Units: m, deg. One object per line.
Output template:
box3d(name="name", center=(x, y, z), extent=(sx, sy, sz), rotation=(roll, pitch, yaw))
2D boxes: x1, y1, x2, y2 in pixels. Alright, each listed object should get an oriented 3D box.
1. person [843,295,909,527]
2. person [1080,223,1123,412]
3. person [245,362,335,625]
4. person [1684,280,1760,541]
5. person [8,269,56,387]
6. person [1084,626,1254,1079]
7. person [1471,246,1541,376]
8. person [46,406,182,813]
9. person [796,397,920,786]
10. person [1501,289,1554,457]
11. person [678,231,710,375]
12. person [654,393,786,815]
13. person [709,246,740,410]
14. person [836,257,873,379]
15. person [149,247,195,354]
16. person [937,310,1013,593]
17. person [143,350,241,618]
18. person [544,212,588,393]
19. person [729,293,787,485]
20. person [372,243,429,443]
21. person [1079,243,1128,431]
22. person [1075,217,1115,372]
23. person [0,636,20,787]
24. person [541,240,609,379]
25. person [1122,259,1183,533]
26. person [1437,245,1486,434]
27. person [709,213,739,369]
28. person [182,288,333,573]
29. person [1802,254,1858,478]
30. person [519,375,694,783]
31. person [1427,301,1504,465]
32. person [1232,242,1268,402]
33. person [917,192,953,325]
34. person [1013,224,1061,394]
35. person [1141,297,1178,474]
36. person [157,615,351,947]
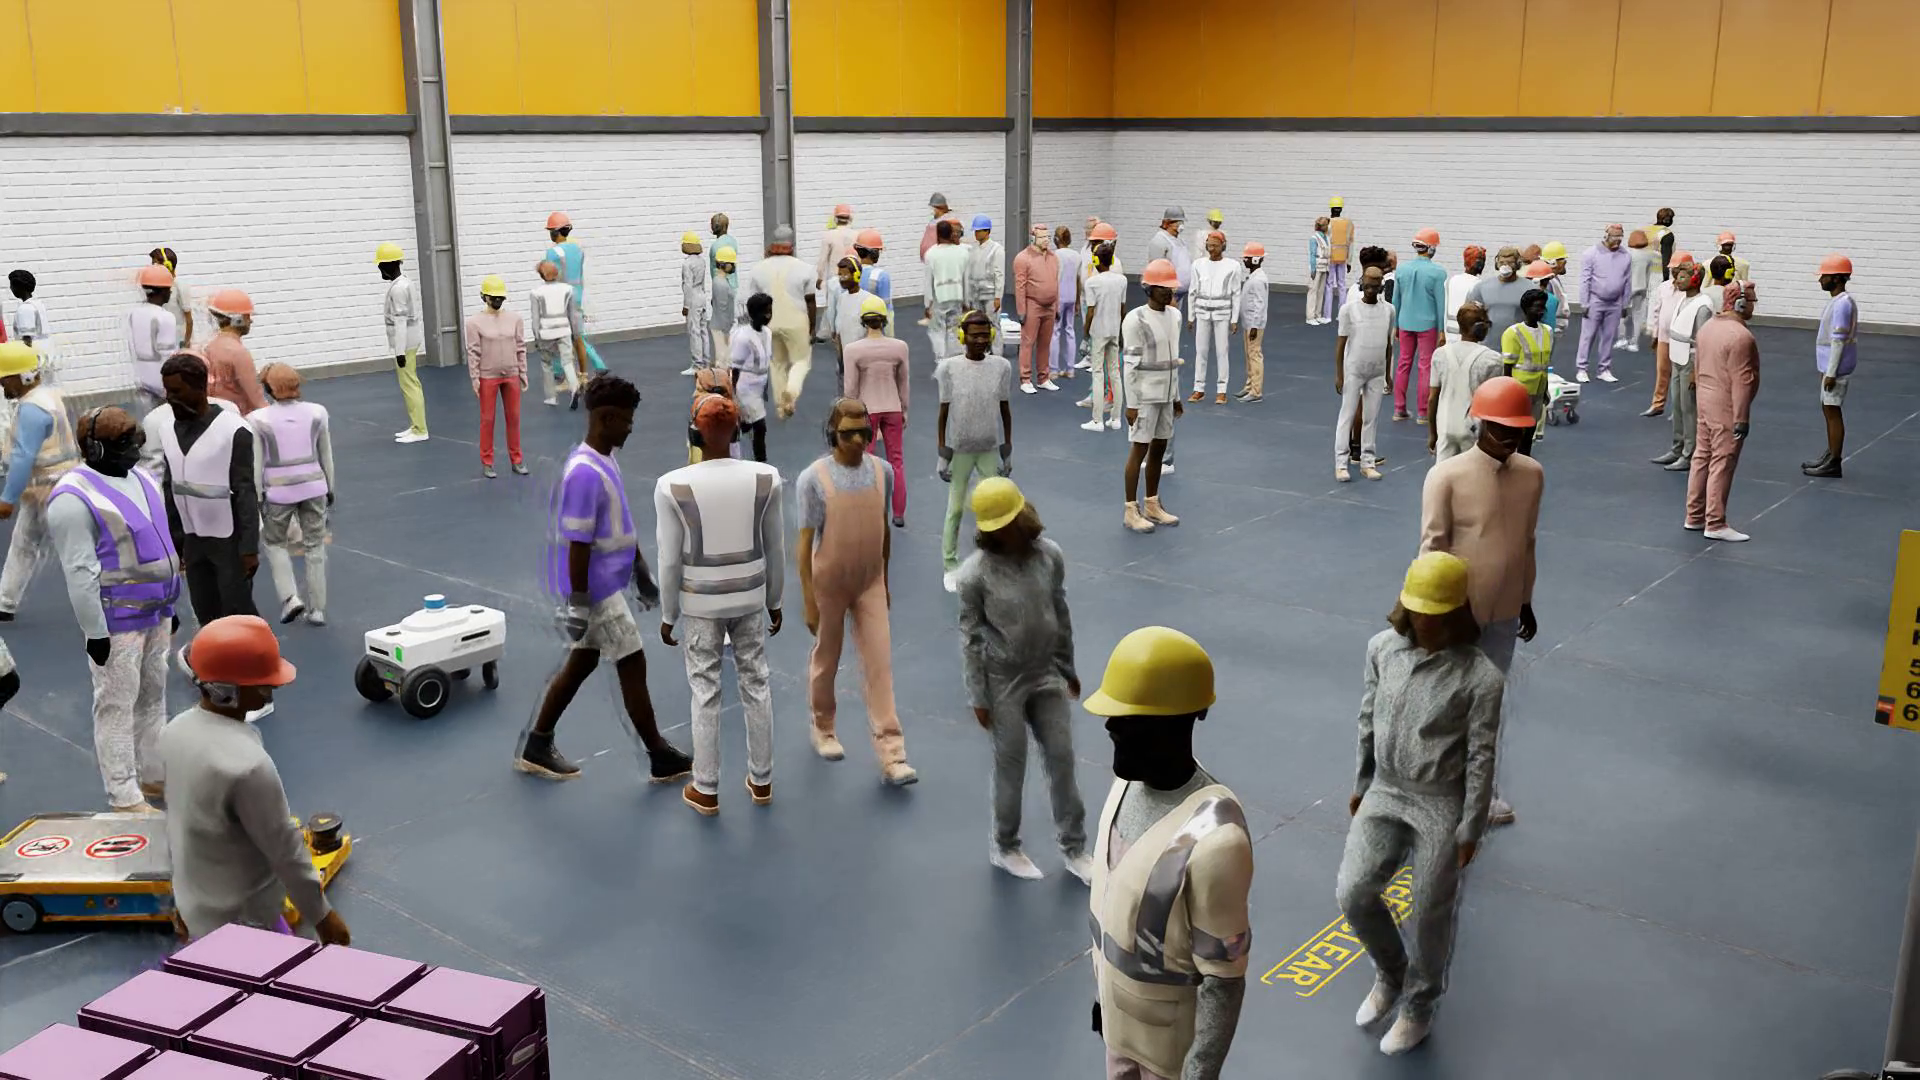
box3d(name="person", center=(-0.634, -0.953, 12.543), extent=(0.526, 1.765, 0.329), rotation=(-6, 15, -21))
box3d(name="person", center=(1.535, -2.367, 17.724), extent=(0.391, 1.995, 0.613), rotation=(-4, 15, -15))
box3d(name="person", center=(-4.040, -0.267, 10.090), extent=(0.530, 1.629, 0.366), rotation=(-10, 17, -36))
box3d(name="person", center=(5.651, -0.953, 12.257), extent=(0.409, 1.907, 0.649), rotation=(-1, 14, -3))
box3d(name="person", center=(-8.735, -1.709, 15.728), extent=(0.319, 1.686, 0.539), rotation=(-4, 15, -15))
box3d(name="person", center=(0.456, 1.128, 3.897), extent=(0.365, 1.928, 0.586), rotation=(-5, 15, -18))
box3d(name="person", center=(4.959, -1.715, 15.236), extent=(0.635, 1.939, 0.367), rotation=(6, 15, 22))
box3d(name="person", center=(-3.625, 0.327, 7.272), extent=(0.429, 1.844, 0.625), rotation=(1, 14, 4))
box3d(name="person", center=(-0.500, 0.239, 7.728), extent=(0.523, 1.798, 0.882), rotation=(-7, 16, -26))
box3d(name="person", center=(4.704, -1.242, 13.830), extent=(0.535, 1.699, 0.318), rotation=(-8, 16, -28))
box3d(name="person", center=(-3.272, -2.899, 20.362), extent=(0.296, 1.744, 0.487), rotation=(4, 15, 15))
box3d(name="person", center=(-1.049, 0.287, 7.346), extent=(0.574, 1.885, 0.355), rotation=(-6, 15, -24))
box3d(name="person", center=(-2.491, -2.234, 17.680), extent=(0.345, 1.758, 0.532), rotation=(-2, 14, -8))
box3d(name="person", center=(-0.951, -1.612, 15.008), extent=(0.346, 1.854, 0.523), rotation=(-11, 18, -37))
box3d(name="person", center=(-7.579, -1.889, 16.086), extent=(0.518, 1.865, 0.327), rotation=(13, 19, 43))
box3d(name="person", center=(0.095, -0.575, 10.850), extent=(0.506, 1.860, 0.321), rotation=(-3, 14, -11))
box3d(name="person", center=(-4.428, -0.257, 9.836), extent=(0.606, 1.727, 0.575), rotation=(11, 18, 36))
box3d(name="person", center=(-4.518, -2.703, 18.968), extent=(0.395, 2.042, 0.611), rotation=(6, 15, 21))
box3d(name="person", center=(-1.883, -1.293, 14.156), extent=(0.791, 1.652, 0.537), rotation=(4, 15, 16))
box3d(name="person", center=(-5.385, -1.892, 15.999), extent=(0.397, 1.917, 0.586), rotation=(-3, 14, -14))
box3d(name="person", center=(1.425, -2.015, 16.587), extent=(0.521, 1.865, 0.328), rotation=(-8, 16, -28))
box3d(name="person", center=(1.636, -3.036, 20.580), extent=(0.405, 1.904, 0.652), rotation=(-6, 15, -23))
box3d(name="person", center=(-4.511, 0.365, 7.441), extent=(0.546, 1.675, 0.374), rotation=(8, 16, 30))
box3d(name="person", center=(-4.591, -2.726, 19.703), extent=(0.846, 1.728, 0.522), rotation=(0, 14, 1))
box3d(name="person", center=(1.478, -1.082, 12.494), extent=(0.388, 2.041, 0.615), rotation=(14, 19, 43))
box3d(name="person", center=(4.918, -1.919, 16.185), extent=(0.357, 1.879, 0.568), rotation=(-7, 15, -25))
box3d(name="person", center=(-2.963, -3.107, 20.799), extent=(0.372, 1.940, 0.632), rotation=(2, 14, 9))
box3d(name="person", center=(-4.937, -0.746, 11.391), extent=(1.075, 1.935, 0.629), rotation=(-10, 17, -36))
box3d(name="person", center=(7.551, -1.510, 14.453), extent=(0.416, 1.927, 0.548), rotation=(7, 15, 24))
box3d(name="person", center=(-1.685, 0.195, 7.700), extent=(0.877, 1.915, 0.605), rotation=(-3, 14, -12))
box3d(name="person", center=(3.460, -0.711, 11.415), extent=(0.513, 1.843, 0.334), rotation=(11, 18, 37))
box3d(name="person", center=(3.218, -2.407, 18.373), extent=(0.330, 1.751, 0.564), rotation=(0, 14, 0))
box3d(name="person", center=(-0.260, -4.308, 25.390), extent=(0.833, 2.000, 0.692), rotation=(-5, 15, -21))
box3d(name="person", center=(0.909, -2.636, 18.981), extent=(0.641, 1.908, 0.407), rotation=(-12, 18, -40))
box3d(name="person", center=(1.746, -1.393, 14.564), extent=(0.268, 1.632, 0.509), rotation=(-3, 14, -10))
box3d(name="person", center=(-2.102, 1.031, 4.780), extent=(0.964, 1.694, 0.555), rotation=(-11, 18, -37))
